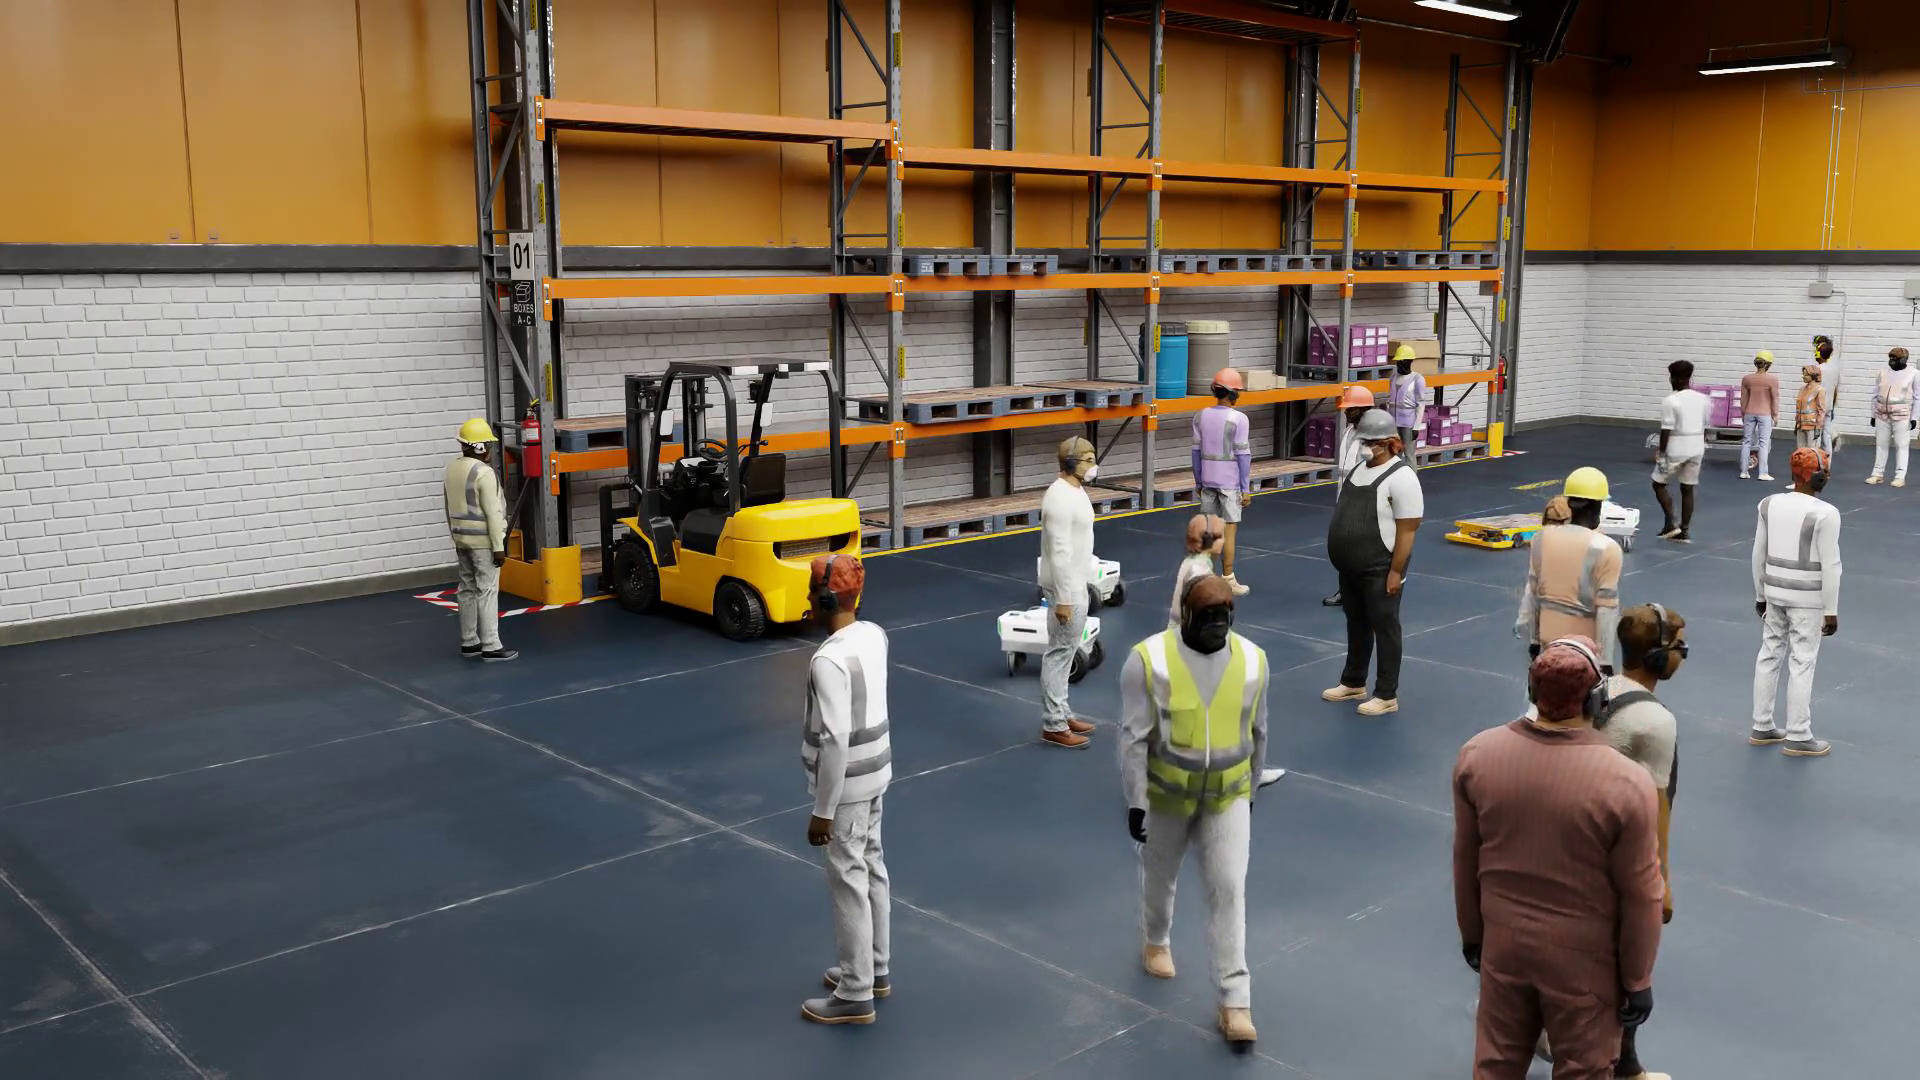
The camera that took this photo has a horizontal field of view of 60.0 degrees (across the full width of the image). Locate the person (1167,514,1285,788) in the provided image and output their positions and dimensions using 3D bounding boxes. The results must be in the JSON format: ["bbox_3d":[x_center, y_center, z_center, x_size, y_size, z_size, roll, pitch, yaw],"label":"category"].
[{"bbox_3d":[1.404,0.646,9.372,0.853,1.586,0.539,0,10,-1],"label":"person"}]

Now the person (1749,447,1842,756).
[{"bbox_3d":[5.113,0.371,10.165,0.343,1.882,0.585,-4,10,-22],"label":"person"}]

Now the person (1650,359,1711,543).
[{"bbox_3d":[7.630,-0.928,17.584,0.644,1.952,0.415,-2,10,-12],"label":"person"}]

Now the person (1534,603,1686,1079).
[{"bbox_3d":[2.320,1.124,5.936,0.497,1.829,0.517,0,10,-3],"label":"person"}]

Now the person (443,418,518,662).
[{"bbox_3d":[-3.602,0.000,12.488,0.600,1.831,0.404,8,13,40],"label":"person"}]

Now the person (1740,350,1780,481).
[{"bbox_3d":[10.843,-1.685,22.555,0.315,1.766,0.523,-8,12,-38],"label":"person"}]

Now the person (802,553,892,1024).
[{"bbox_3d":[-0.453,0.981,6.603,0.349,1.880,0.577,3,10,16],"label":"person"}]

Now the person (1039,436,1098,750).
[{"bbox_3d":[0.672,0.314,10.342,0.355,1.936,0.635,2,10,12],"label":"person"}]

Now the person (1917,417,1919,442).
[{"bbox_3d":[12.009,-1.336,20.272,0.569,1.843,0.373,5,11,29],"label":"person"}]

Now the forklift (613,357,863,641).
[{"bbox_3d":[-1.847,-0.414,13.852,1.214,2.155,2.313,-9,13,-42],"label":"forklift"}]

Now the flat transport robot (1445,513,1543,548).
[{"bbox_3d":[5.914,-0.111,17.702,1.431,0.197,0.652,-6,11,-31],"label":"flat transport robot"}]

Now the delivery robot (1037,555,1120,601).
[{"bbox_3d":[1.016,0.272,14.356,0.707,0.478,0.477,8,12,38],"label":"delivery robot"}]

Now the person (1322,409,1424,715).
[{"bbox_3d":[2.716,0.135,11.090,0.538,2.000,0.683,-4,10,-22],"label":"person"}]

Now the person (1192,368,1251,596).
[{"bbox_3d":[2.369,-0.518,14.909,0.386,2.039,0.616,-8,13,-40],"label":"person"}]

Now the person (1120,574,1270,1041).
[{"bbox_3d":[0.941,1.016,6.688,0.626,1.795,0.979,-1,10,-4],"label":"person"}]

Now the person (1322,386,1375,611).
[{"bbox_3d":[3.381,-0.349,14.225,0.356,1.938,0.543,-4,10,-21],"label":"person"}]

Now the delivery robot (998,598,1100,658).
[{"bbox_3d":[0.640,0.661,12.078,0.707,0.478,0.477,4,10,21],"label":"delivery robot"}]

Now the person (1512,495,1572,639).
[{"bbox_3d":[3.566,0.533,10.032,0.767,1.603,0.507,-3,10,-17],"label":"person"}]

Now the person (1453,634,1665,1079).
[{"bbox_3d":[1.817,1.229,5.066,0.407,1.913,0.641,-10,14,-44],"label":"person"}]

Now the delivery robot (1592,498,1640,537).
[{"bbox_3d":[6.668,-0.222,17.251,0.707,0.478,0.477,4,10,20],"label":"delivery robot"}]

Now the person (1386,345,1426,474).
[{"bbox_3d":[5.535,-1.465,20.786,0.362,1.928,0.587,-6,11,-31],"label":"person"}]

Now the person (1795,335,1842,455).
[{"bbox_3d":[13.038,-2.171,25.181,0.524,1.853,0.698,-2,10,-14],"label":"person"}]

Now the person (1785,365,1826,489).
[{"bbox_3d":[10.942,-1.434,21.448,0.311,1.638,0.523,-1,10,-5],"label":"person"}]

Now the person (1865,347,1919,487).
[{"bbox_3d":[12.357,-1.629,22.005,0.430,1.840,0.626,-6,11,-32],"label":"person"}]

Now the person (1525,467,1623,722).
[{"bbox_3d":[3.368,0.536,9.169,0.864,1.898,0.598,-6,11,-30],"label":"person"}]

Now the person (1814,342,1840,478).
[{"bbox_3d":[11.712,-1.760,22.681,0.521,1.873,0.335,-3,10,-18],"label":"person"}]
